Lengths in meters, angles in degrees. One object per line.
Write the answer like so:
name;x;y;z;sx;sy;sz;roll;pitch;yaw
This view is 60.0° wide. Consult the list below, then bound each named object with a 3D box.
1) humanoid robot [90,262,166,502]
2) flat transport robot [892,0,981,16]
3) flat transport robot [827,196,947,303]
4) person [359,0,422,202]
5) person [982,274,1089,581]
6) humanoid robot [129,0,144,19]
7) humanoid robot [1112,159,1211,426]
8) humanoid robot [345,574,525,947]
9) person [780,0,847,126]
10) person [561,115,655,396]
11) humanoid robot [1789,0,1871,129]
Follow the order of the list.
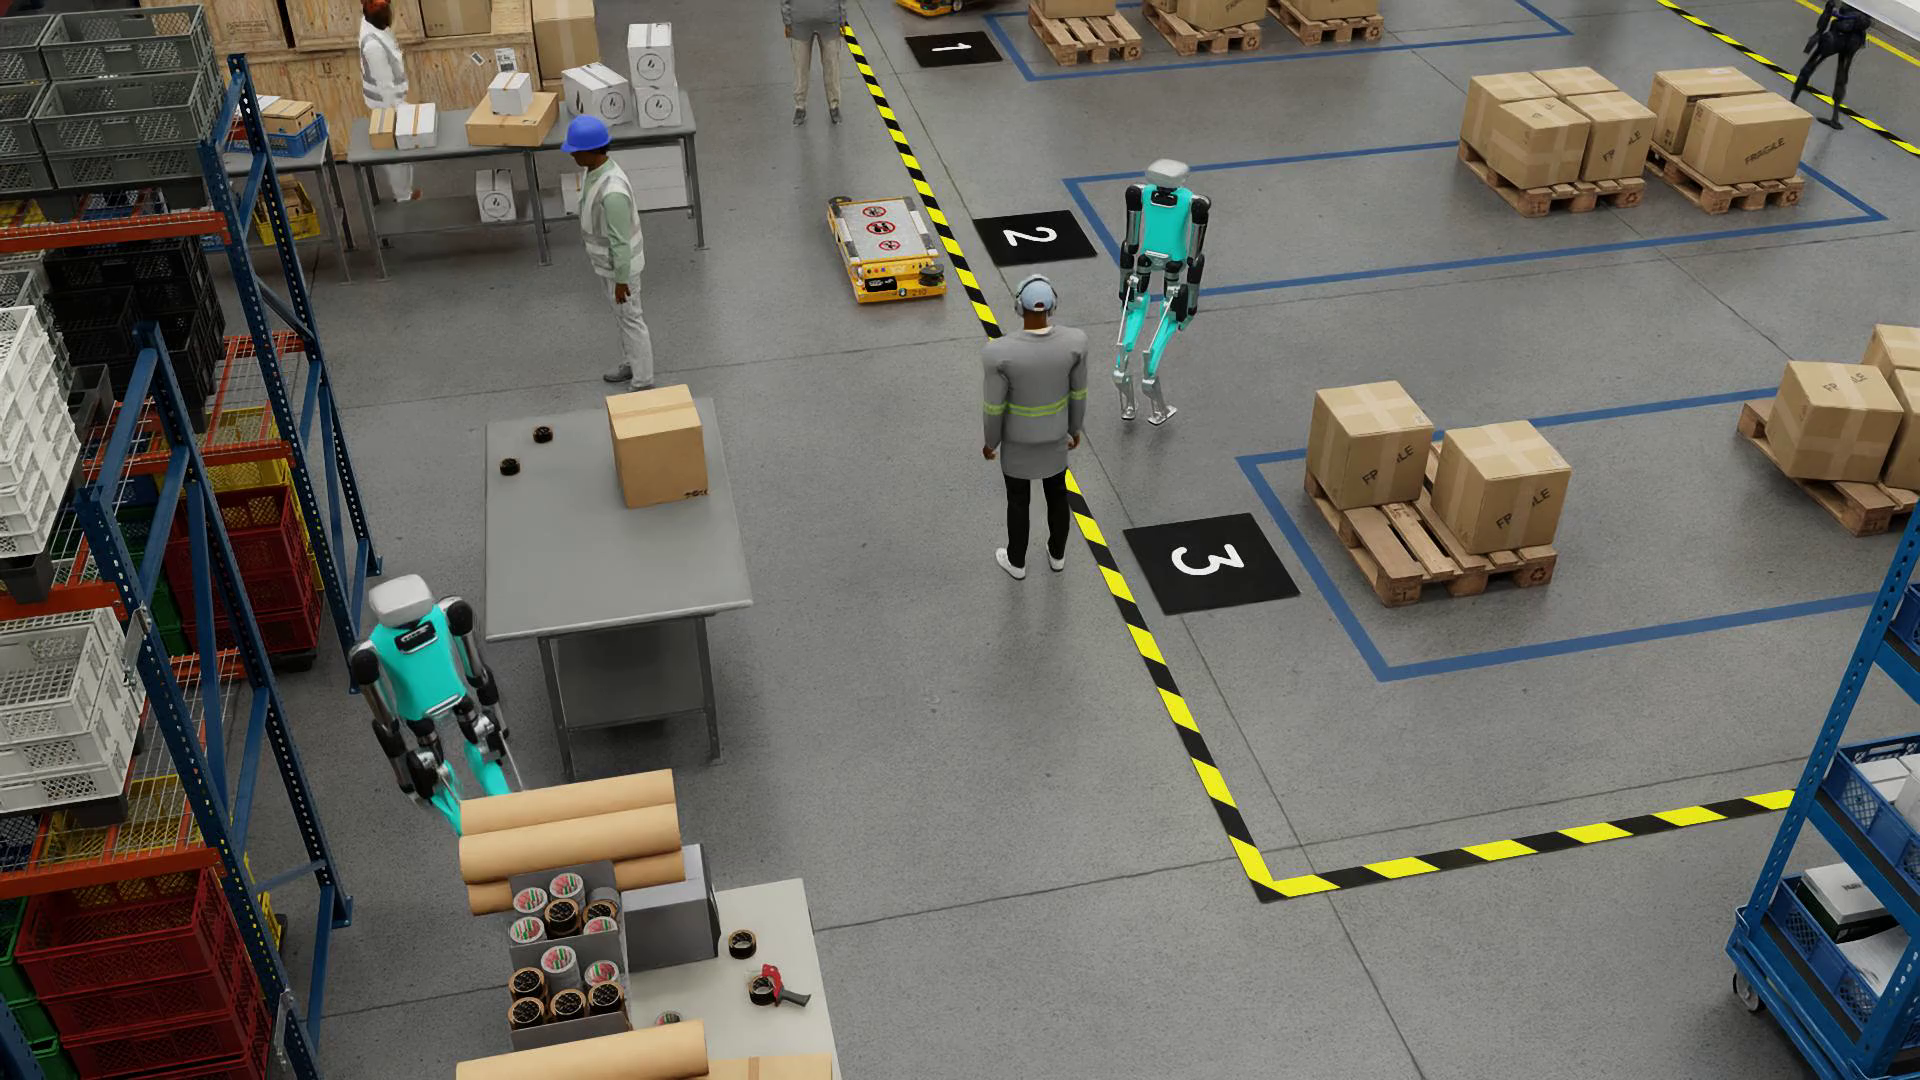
humanoid robot;-4.870;-0.857;9.523;0.607;1.636;0.396;-12;38;-16
flat transport robot;0.026;-5.760;17.272;1.431;0.197;0.652;-26;44;-30
flat transport robot;-0.570;-2.220;12.538;0.659;0.231;1.431;-8;37;-10
person;-4.359;-3.342;12.718;0.347;1.858;0.703;-9;38;-12
person;0.393;-0.605;9.040;0.589;1.852;0.397;-9;37;-11
humanoid robot;-7.214;-4.813;14.846;0.604;1.636;0.349;13;39;17
humanoid robot;1.140;-1.431;10.134;0.533;1.676;0.735;17;40;21
humanoid robot;-2.013;1.060;6.965;0.552;1.866;0.845;-28;45;-33
person;-1.242;-4.433;14.252;0.570;1.769;0.398;-4;37;-5
person;-2.206;-1.770;10.536;0.421;1.939;0.605;-14;39;-18
humanoid robot;7.559;-4.416;14.322;0.616;1.632;0.646;-15;39;-19
